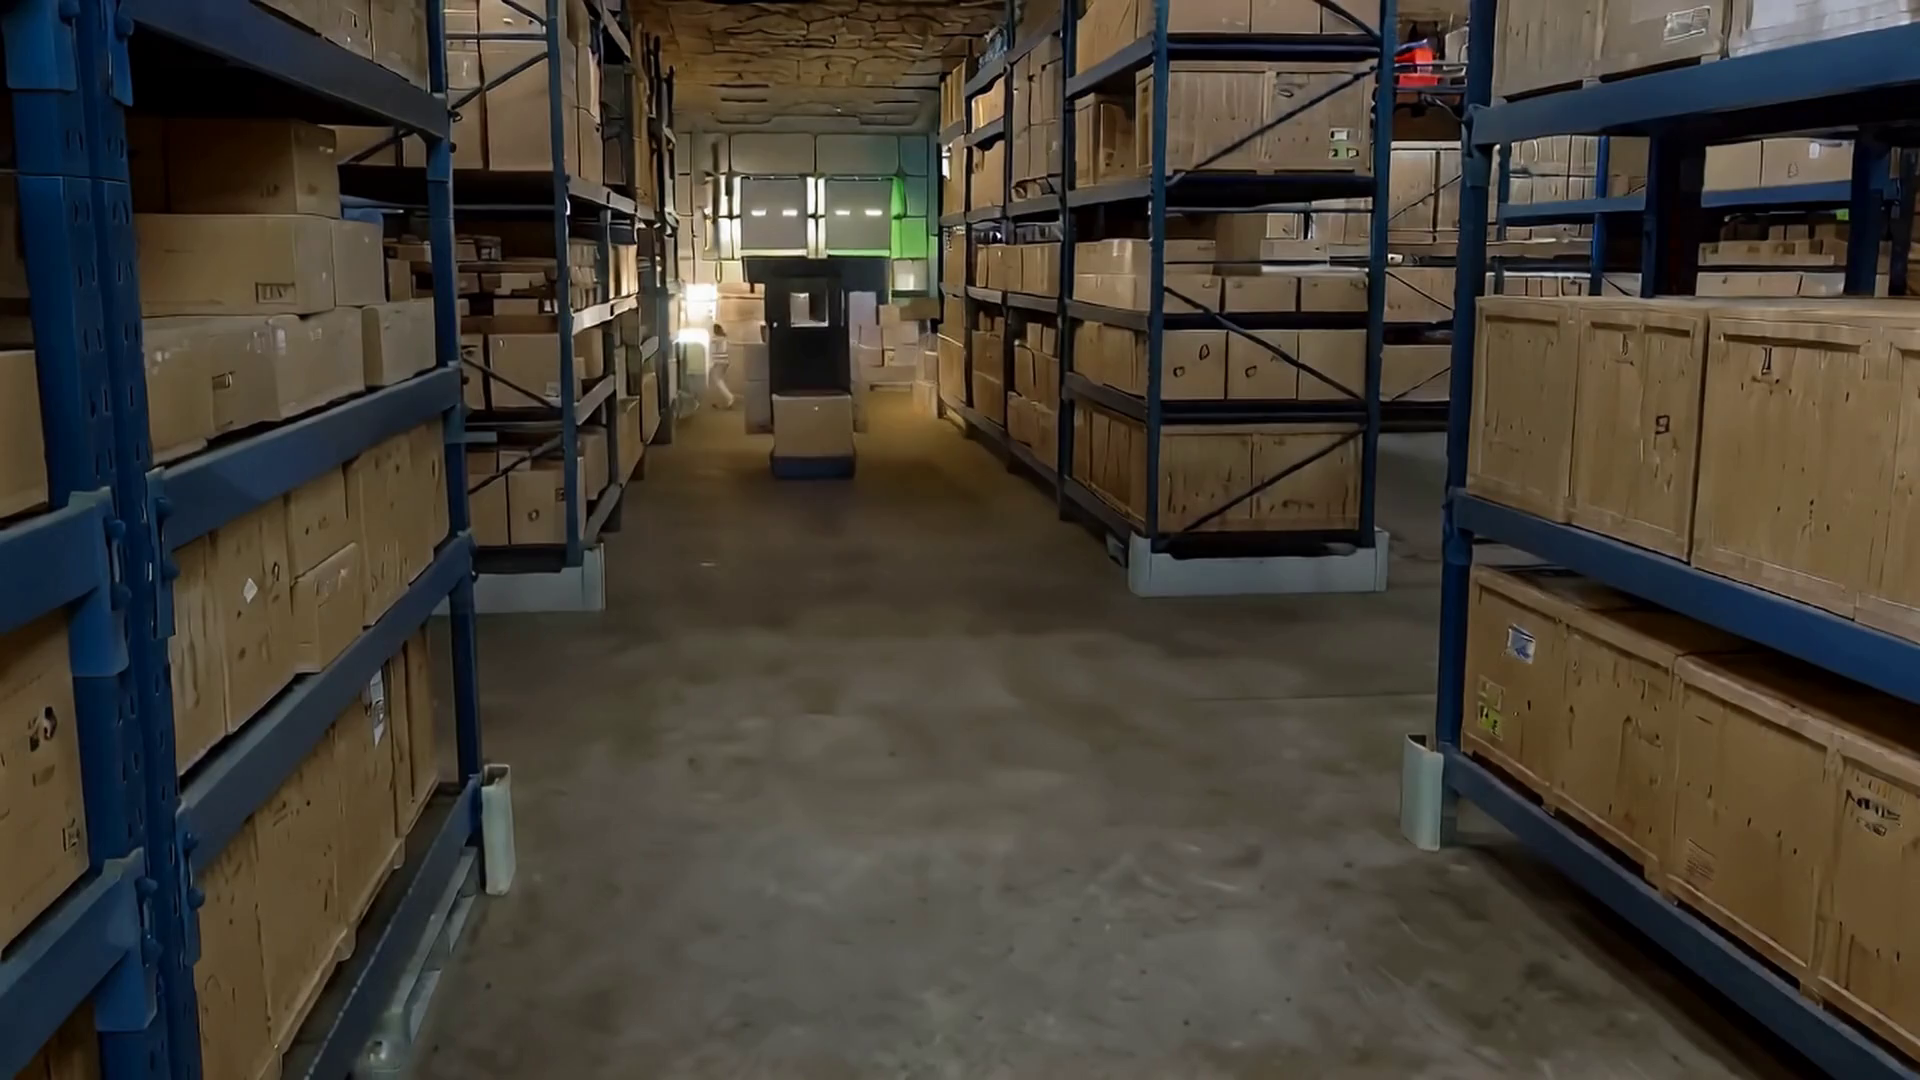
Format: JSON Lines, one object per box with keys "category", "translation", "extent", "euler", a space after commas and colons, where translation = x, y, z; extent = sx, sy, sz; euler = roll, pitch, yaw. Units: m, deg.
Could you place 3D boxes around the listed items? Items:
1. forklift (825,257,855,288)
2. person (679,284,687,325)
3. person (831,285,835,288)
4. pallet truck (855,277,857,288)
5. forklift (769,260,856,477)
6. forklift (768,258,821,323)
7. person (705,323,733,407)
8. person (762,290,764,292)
{"category": "forklift", "translation": [-3.492, -6.850, 48.444], "extent": [1.129, 2.768, 1.873], "euler": [-1, 10, -7]}
{"category": "person", "translation": [-9.462, -7.841, 57.071], "extent": [0.867, 1.908, 0.552], "euler": [3, 10, 19]}
{"category": "person", "translation": [-4.240, -7.537, 55.326], "extent": [0.636, 1.892, 0.991], "euler": [1, 10, 7]}
{"category": "pallet truck", "translation": [-3.782, -9.391, 65.808], "extent": [1.885, 1.965, 0.823], "euler": [2, 10, 10]}
{"category": "forklift", "translation": [-1.978, -2.313, 22.030], "extent": [1.129, 2.768, 1.873], "euler": [-1, 10, -7]}
{"category": "forklift", "translation": [-2.944, -3.646, 29.795], "extent": [1.129, 2.768, 1.873], "euler": [-1, 10, -7]}
{"category": "person", "translation": [-4.532, -3.308, 31.502], "extent": [0.678, 1.616, 0.519], "euler": [8, 12, 39]}
{"category": "person", "translation": [-5.365, -5.944, 45.907], "extent": [0.377, 1.940, 0.628], "euler": [1, 10, 4]}
